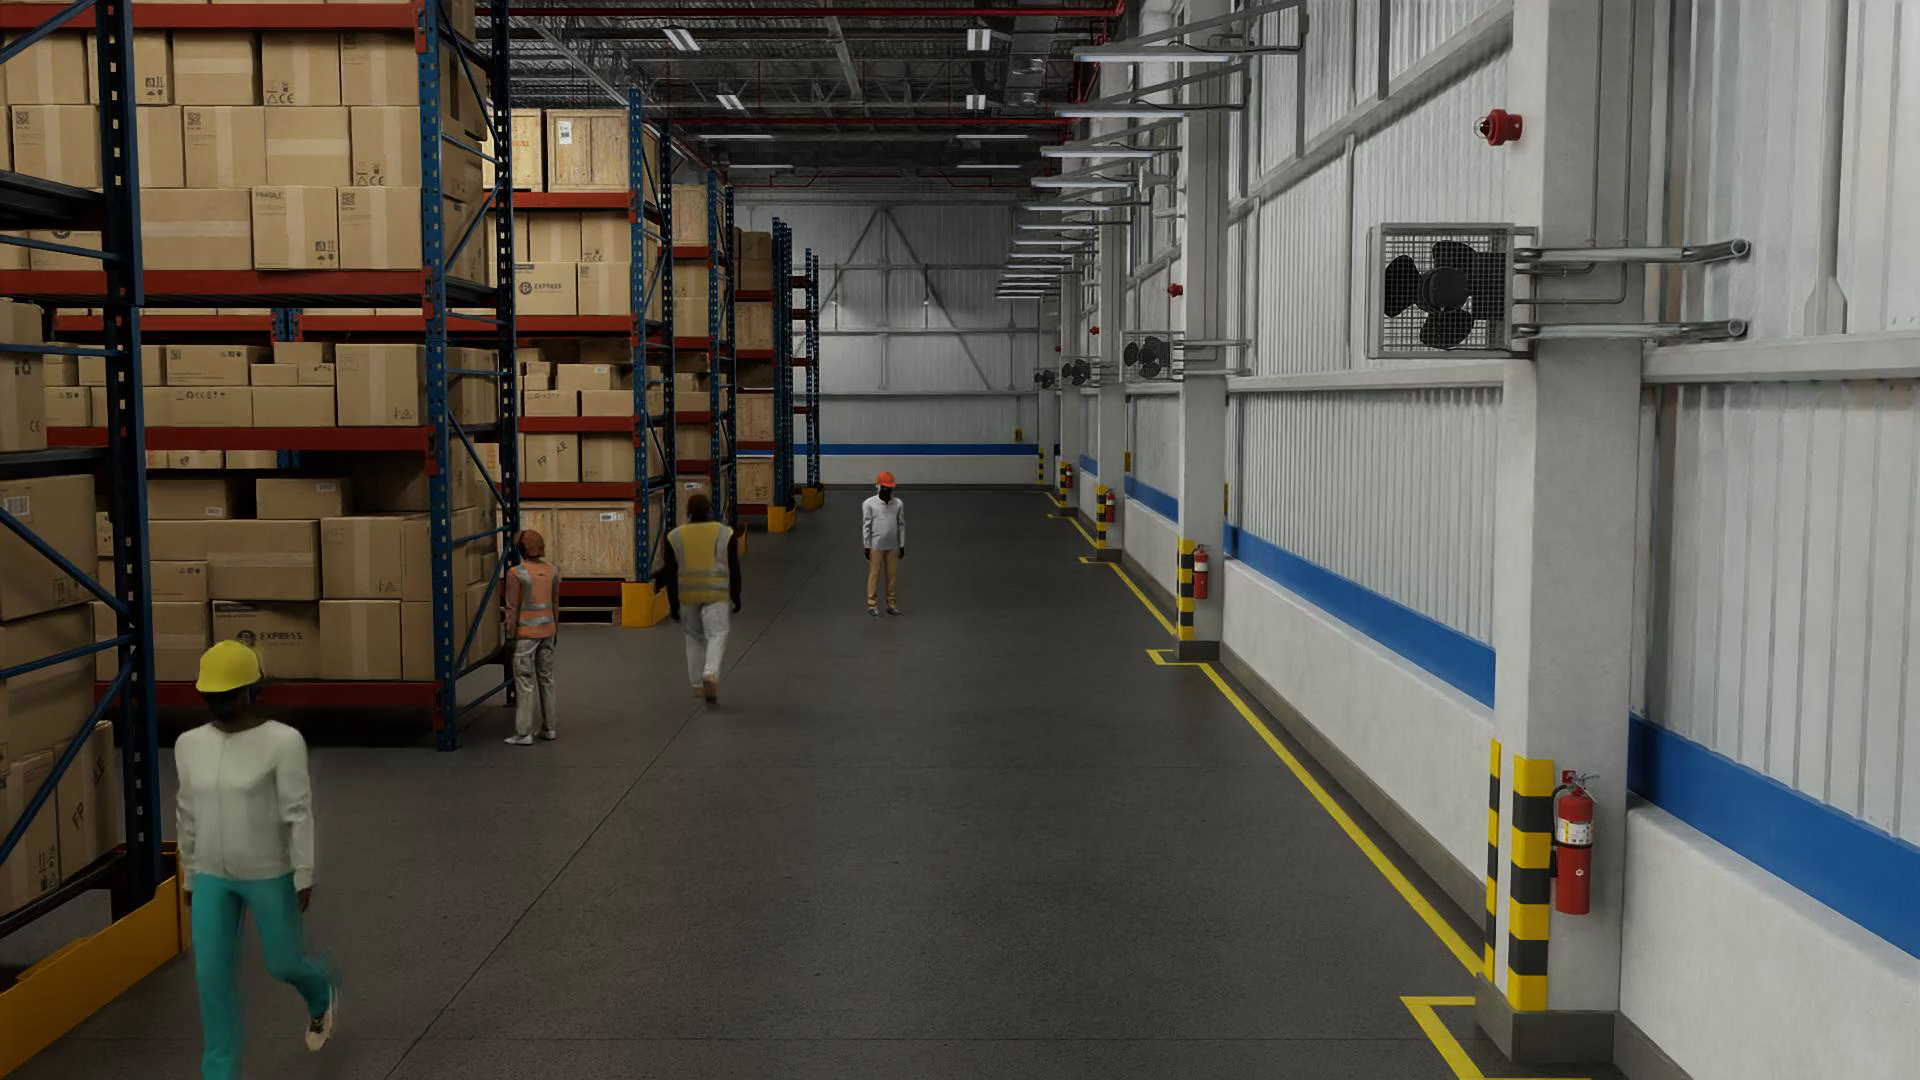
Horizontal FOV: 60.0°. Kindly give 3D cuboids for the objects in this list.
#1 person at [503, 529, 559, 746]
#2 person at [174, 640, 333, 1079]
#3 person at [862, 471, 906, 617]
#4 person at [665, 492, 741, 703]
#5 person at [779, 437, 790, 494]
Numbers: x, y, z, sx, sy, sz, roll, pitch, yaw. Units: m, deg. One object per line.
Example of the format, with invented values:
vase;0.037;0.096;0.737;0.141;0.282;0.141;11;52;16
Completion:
person;-3.228;0.732;12.582;0.312;1.632;0.525;3;6;30
person;-2.645;1.221;6.243;0.533;1.746;0.739;0;5;5
person;-0.900;0.049;19.868;0.564;1.745;0.349;-3;6;-30
person;-2.211;0.495;14.287;0.632;1.817;0.758;0;5;0
person;-4.007;-1.480;37.775;0.319;1.737;0.485;0;5;2
